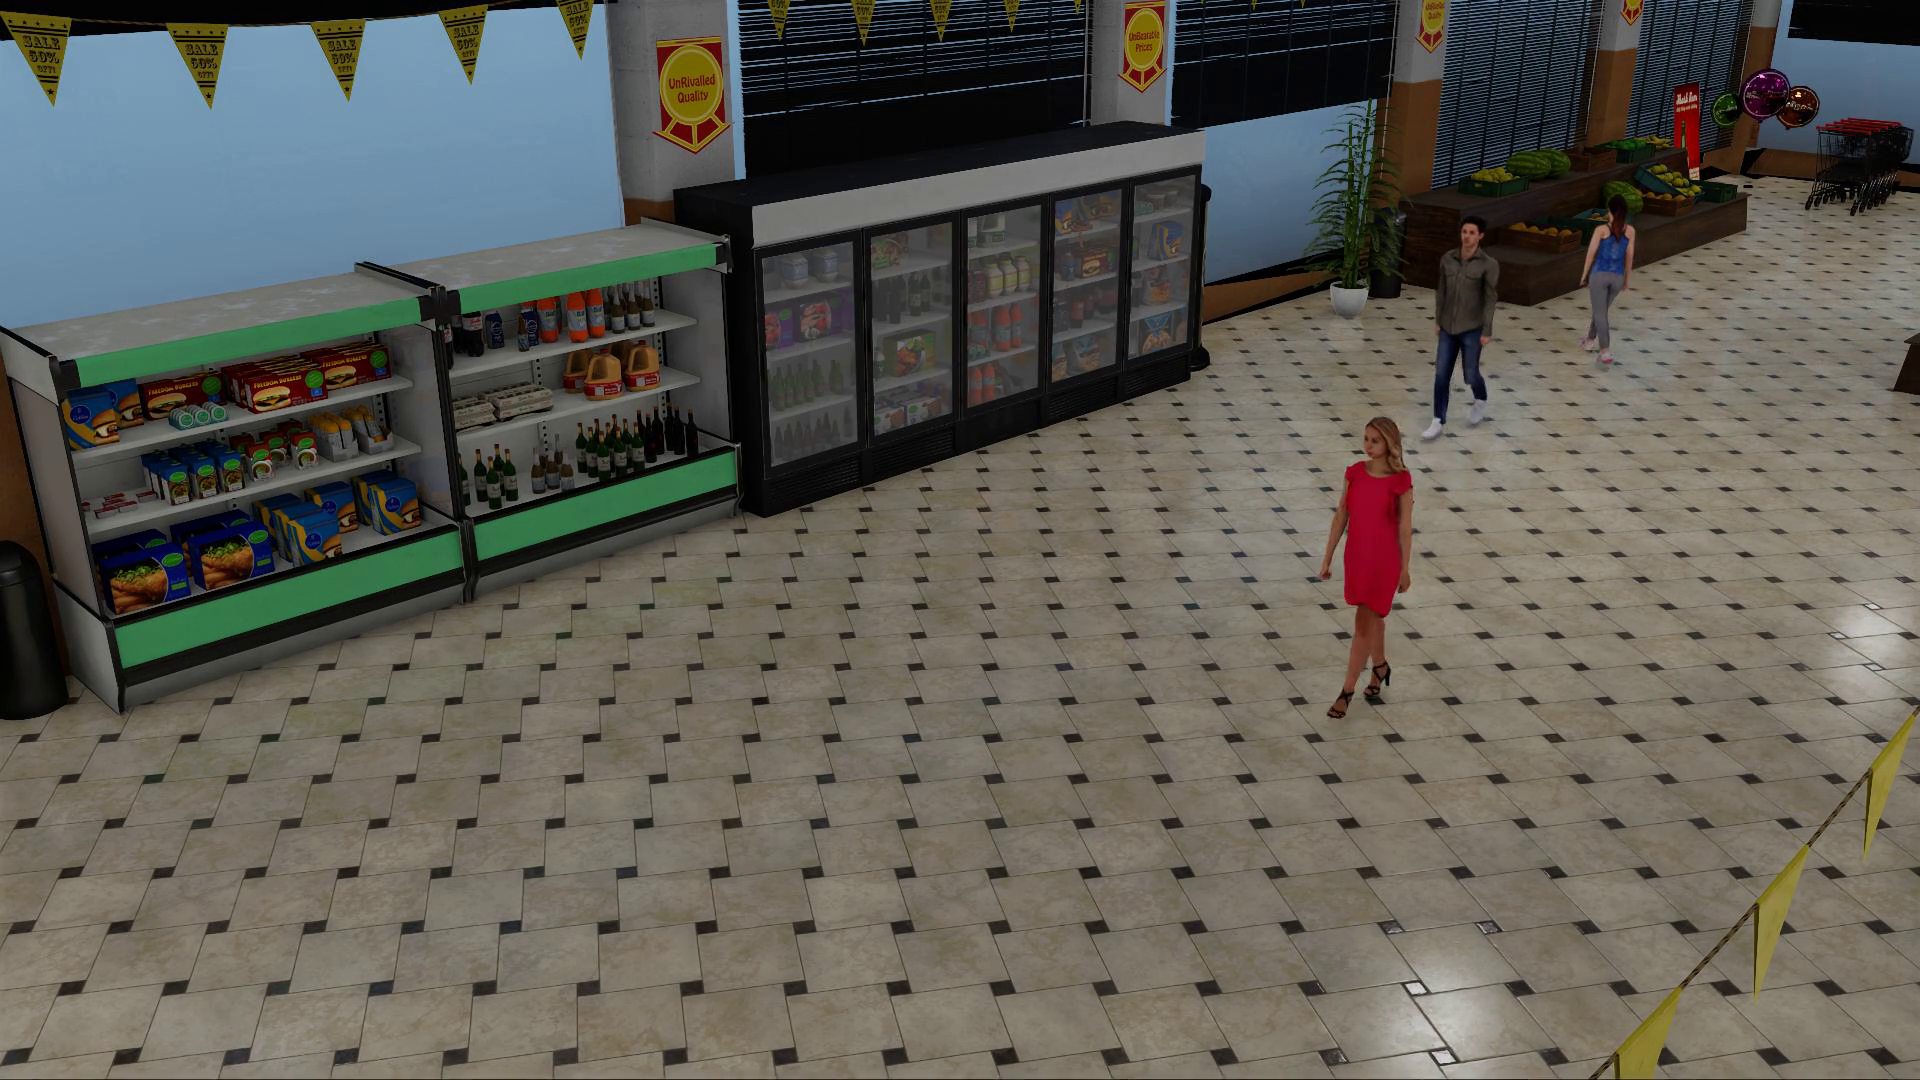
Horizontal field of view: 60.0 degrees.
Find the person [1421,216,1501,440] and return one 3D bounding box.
[{"bbox_3d":[4.227,-1.775,13.821,0.716,1.841,1.121,19,28,38],"label":"person"}]

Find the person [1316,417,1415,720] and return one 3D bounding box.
[{"bbox_3d":[2.364,0.113,9.307,0.895,1.704,0.611,-19,29,-39],"label":"person"}]

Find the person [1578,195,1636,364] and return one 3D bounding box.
[{"bbox_3d":[6.186,-2.451,15.864,1.028,1.573,1.052,-1,22,-2],"label":"person"}]
